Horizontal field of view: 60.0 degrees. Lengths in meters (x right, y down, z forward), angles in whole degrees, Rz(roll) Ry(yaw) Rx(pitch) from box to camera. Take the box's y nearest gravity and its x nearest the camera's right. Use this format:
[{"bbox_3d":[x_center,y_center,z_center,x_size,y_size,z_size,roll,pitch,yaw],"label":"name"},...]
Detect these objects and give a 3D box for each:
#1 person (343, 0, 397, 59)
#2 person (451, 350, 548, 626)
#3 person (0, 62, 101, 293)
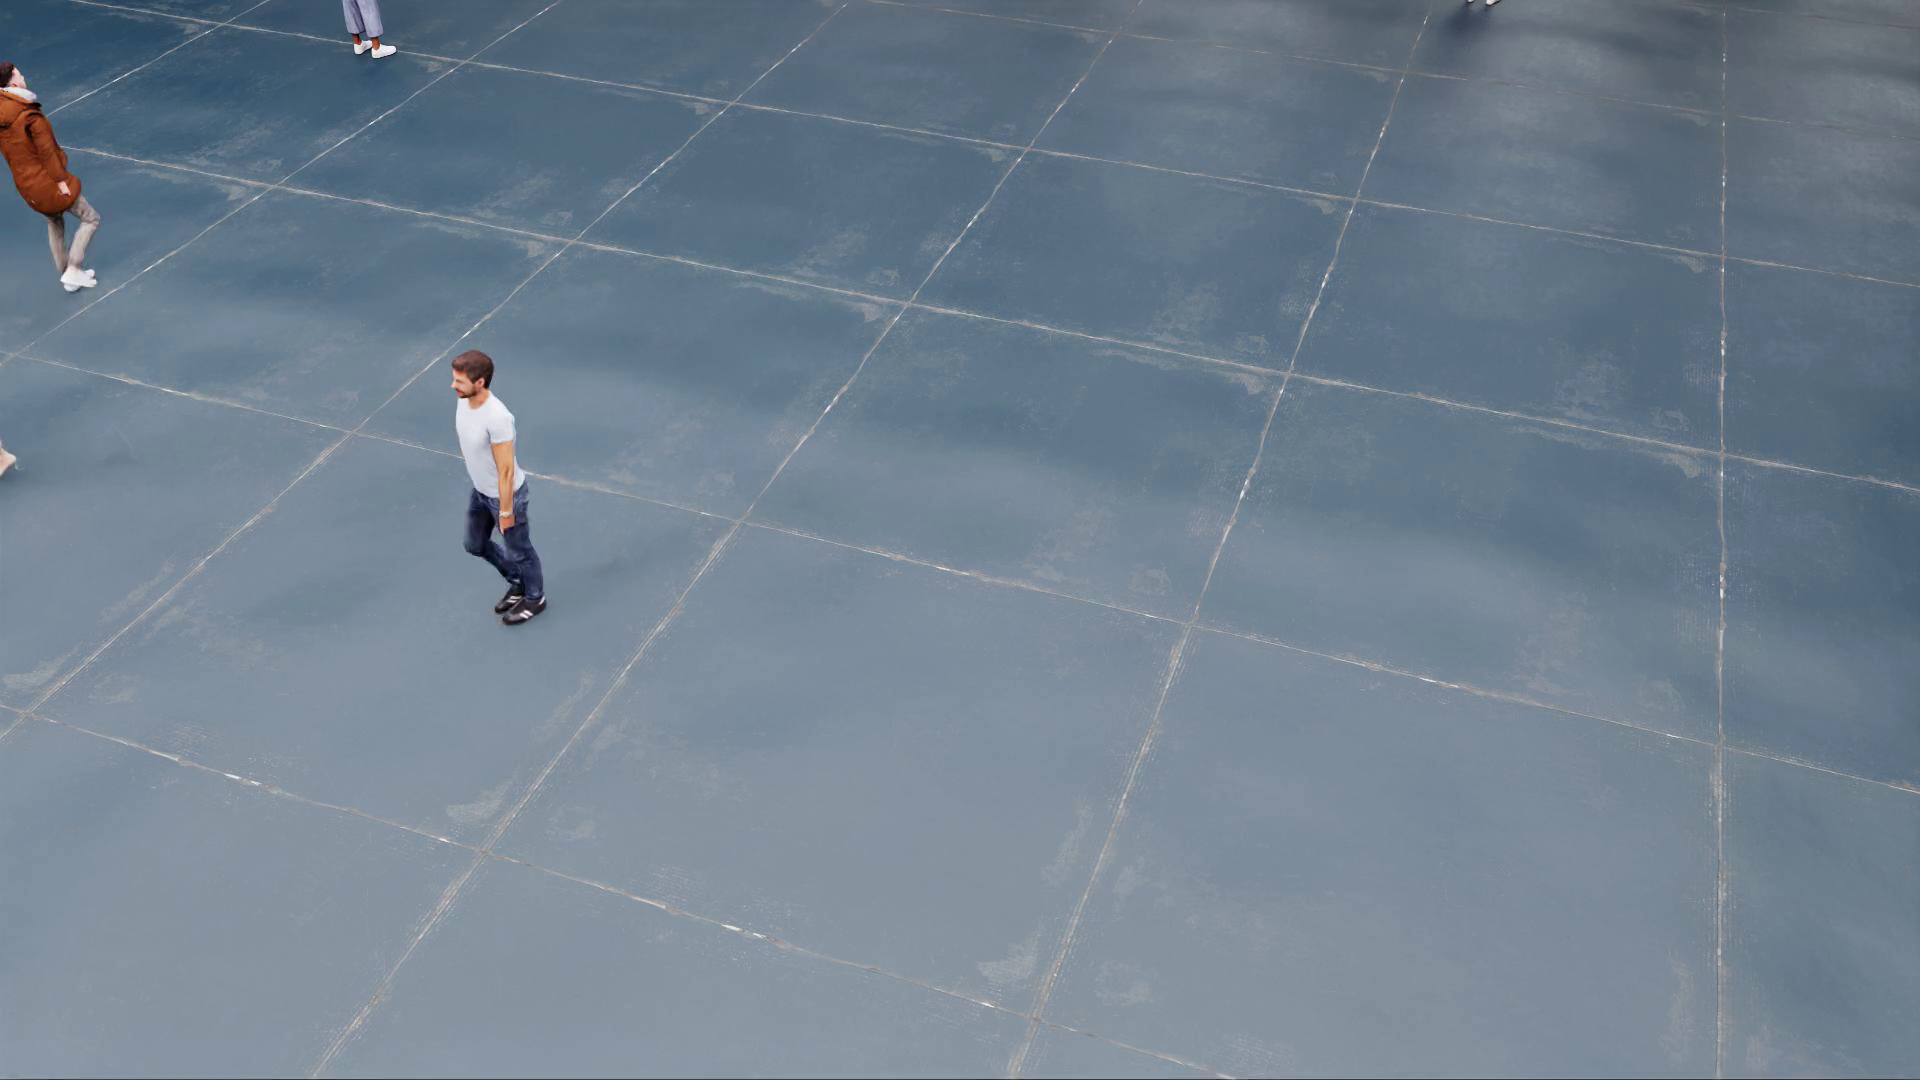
[{"bbox_3d":[-6.029,-5.654,16.511,0.606,1.695,0.591,20,42,23],"label":"person"},{"bbox_3d":[-2.573,-0.318,9.557,0.765,1.858,0.764,-30,47,-33],"label":"person"},{"bbox_3d":[-6.999,-2.683,12.606,0.709,1.826,0.653,14,40,17],"label":"person"}]
